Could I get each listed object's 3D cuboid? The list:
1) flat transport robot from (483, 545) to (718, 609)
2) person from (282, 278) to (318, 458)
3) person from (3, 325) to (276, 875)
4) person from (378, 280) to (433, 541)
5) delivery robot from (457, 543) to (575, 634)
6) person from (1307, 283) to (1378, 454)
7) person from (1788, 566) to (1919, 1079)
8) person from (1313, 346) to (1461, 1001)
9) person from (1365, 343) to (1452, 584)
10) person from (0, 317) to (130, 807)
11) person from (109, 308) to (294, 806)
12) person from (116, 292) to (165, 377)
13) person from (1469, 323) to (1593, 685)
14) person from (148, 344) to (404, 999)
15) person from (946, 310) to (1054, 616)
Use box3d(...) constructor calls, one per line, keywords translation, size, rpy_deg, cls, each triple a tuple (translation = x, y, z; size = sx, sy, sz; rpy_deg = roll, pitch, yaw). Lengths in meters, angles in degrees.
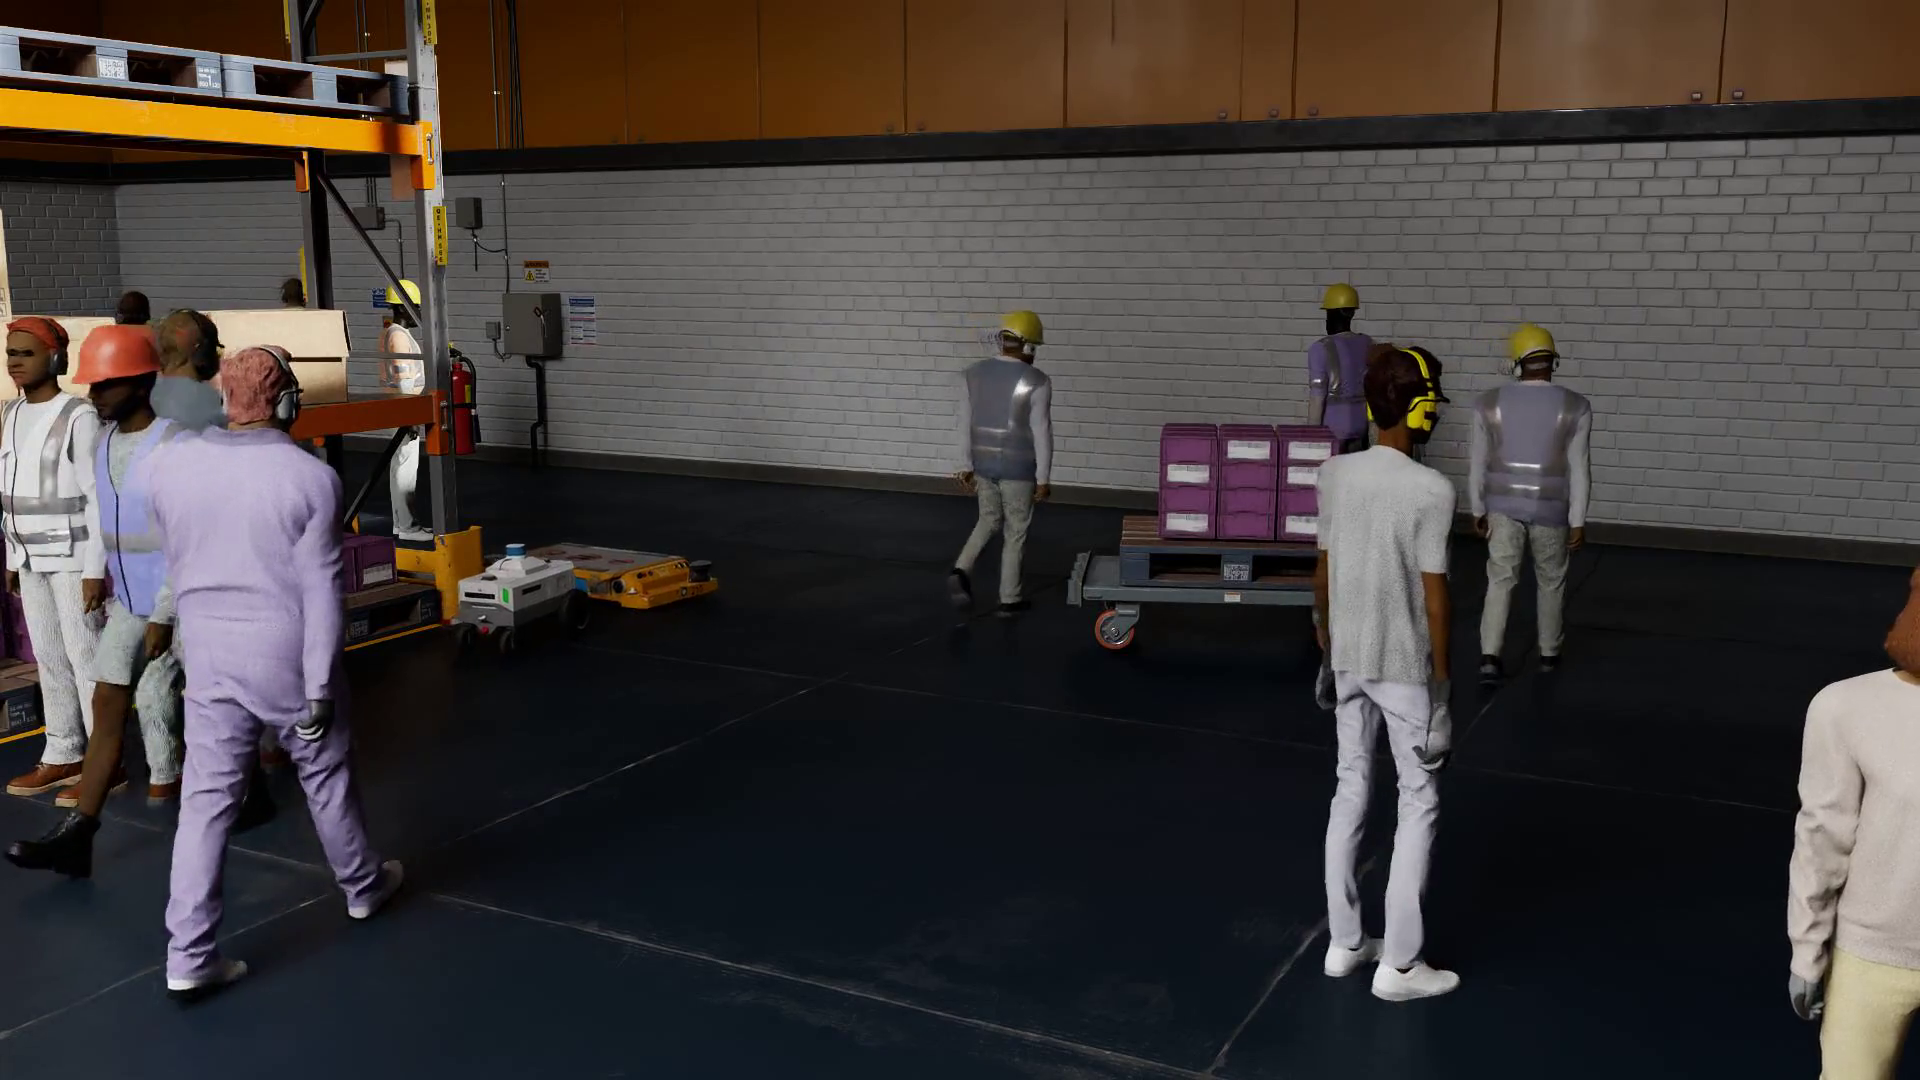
box3d(translation=(-2.278, 0.208, 10.388), size=(1.431, 0.197, 0.652), rpy_deg=(6, 11, 30), cls="flat transport robot")
box3d(translation=(-5.785, -1.344, 14.660), size=(0.654, 1.894, 0.944), rpy_deg=(-2, 10, -12), cls="person")
box3d(translation=(-2.844, 0.203, 5.773), size=(0.549, 1.871, 1.013), rpy_deg=(4, 11, 24), cls="person")
box3d(translation=(-4.095, -0.954, 12.327), size=(0.371, 1.927, 0.588), rpy_deg=(-5, 11, -25), cls="person")
box3d(translation=(-2.390, 0.263, 8.979), size=(0.477, 0.478, 0.707), rpy_deg=(3, 10, 18), cls="delivery robot")
box3d(translation=(2.497, -0.726, 11.005), size=(0.587, 1.927, 0.367), rpy_deg=(-6, 12, -33), cls="person")
box3d(translation=(1.803, 0.794, 3.086), size=(0.497, 1.627, 0.277), rpy_deg=(4, 10, 20), cls="person")
box3d(translation=(1.213, 0.379, 4.792), size=(0.337, 1.869, 0.569), rpy_deg=(-7, 12, -35), cls="person")
box3d(translation=(2.685, -0.411, 10.172), size=(0.802, 1.589, 0.515), rpy_deg=(-2, 10, -12), cls="person")
box3d(translation=(-3.499, 0.085, 6.431), size=(0.584, 1.884, 0.347), rpy_deg=(6, 11, 29), cls="person")
box3d(translation=(-2.965, 0.045, 6.616), size=(0.635, 1.908, 0.868), rpy_deg=(3, 10, 15), cls="person")
box3d(translation=(-6.416, -1.018, 13.020), size=(0.625, 1.827, 0.432), rpy_deg=(-2, 10, -9), cls="person")
box3d(translation=(2.805, -0.172, 8.230), size=(0.591, 1.793, 0.885), rpy_deg=(5, 11, 27), cls="person")
box3d(translation=(-2.072, 0.357, 4.952), size=(0.648, 1.861, 0.984), rpy_deg=(2, 10, 9), cls="person")
box3d(translation=(0.240, -0.412, 9.574), size=(0.622, 1.801, 0.609), rpy_deg=(8, 12, 38), cls="person")
